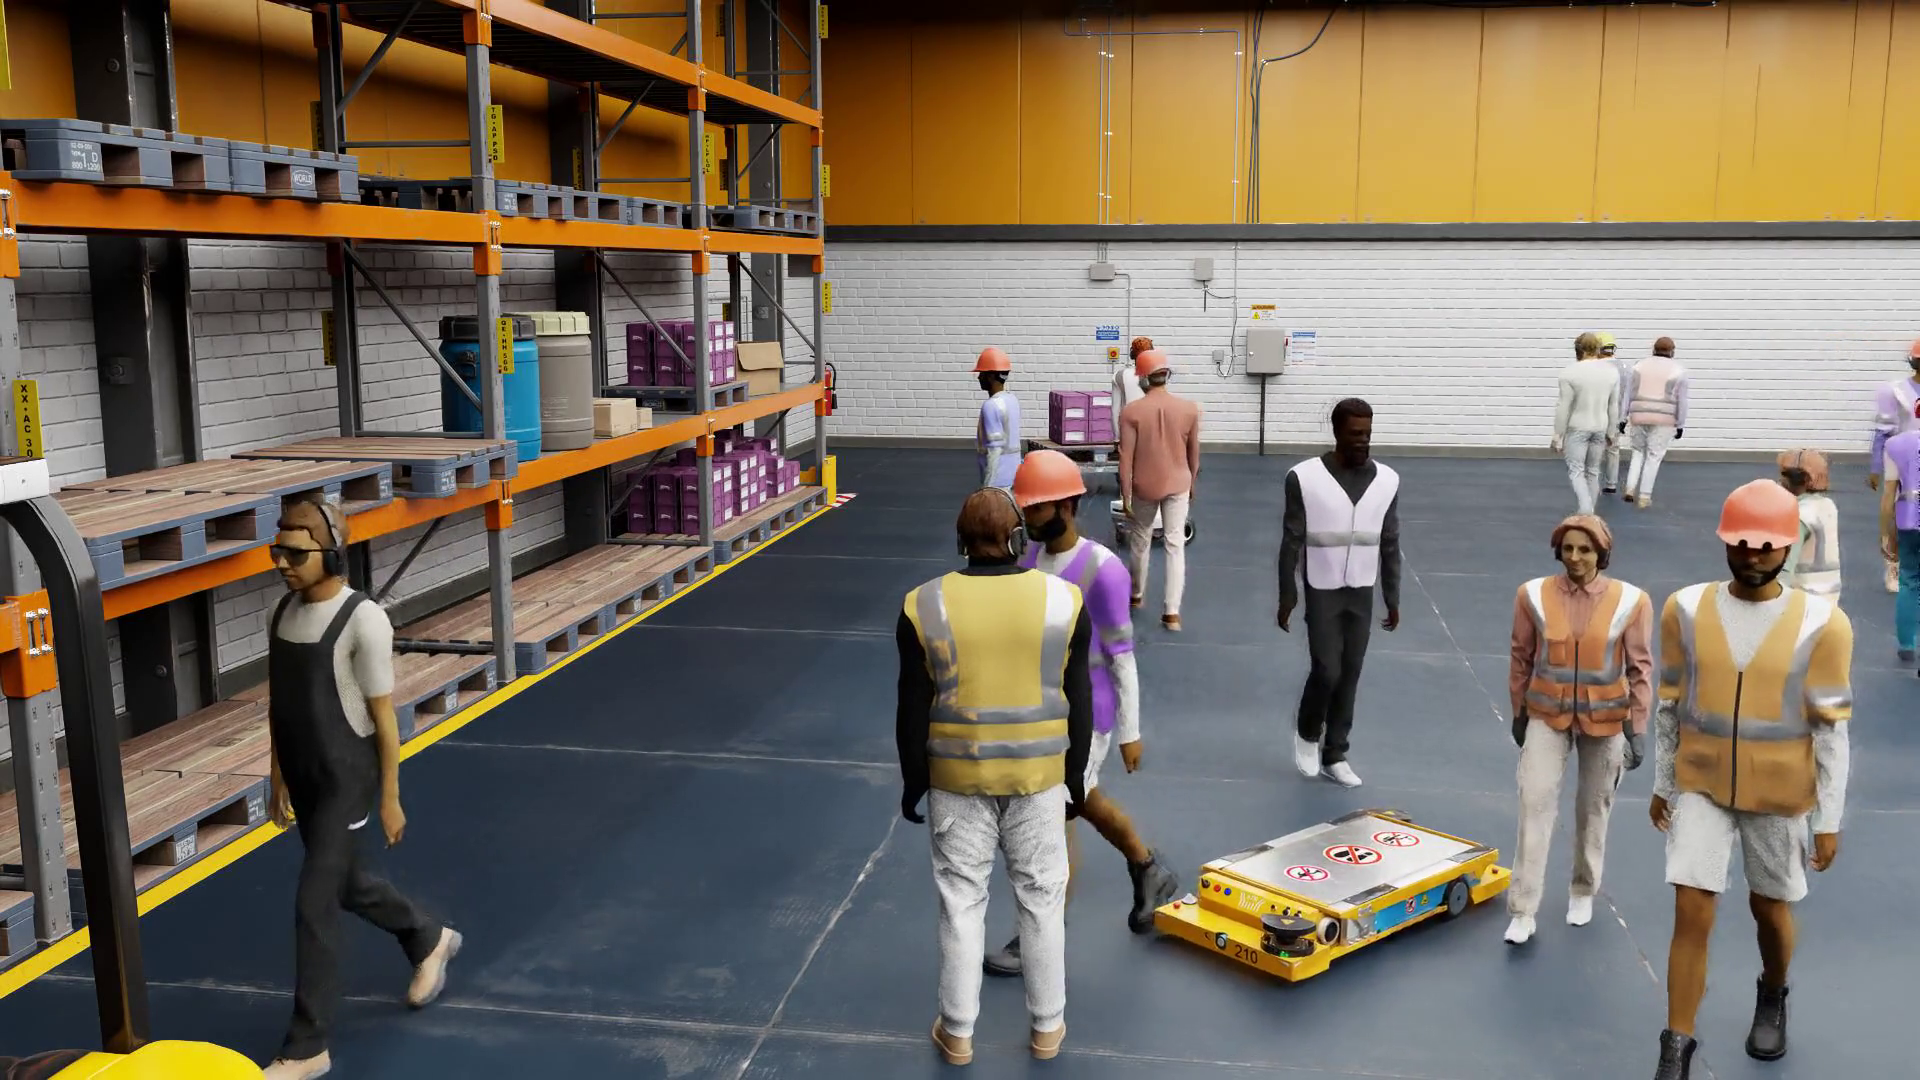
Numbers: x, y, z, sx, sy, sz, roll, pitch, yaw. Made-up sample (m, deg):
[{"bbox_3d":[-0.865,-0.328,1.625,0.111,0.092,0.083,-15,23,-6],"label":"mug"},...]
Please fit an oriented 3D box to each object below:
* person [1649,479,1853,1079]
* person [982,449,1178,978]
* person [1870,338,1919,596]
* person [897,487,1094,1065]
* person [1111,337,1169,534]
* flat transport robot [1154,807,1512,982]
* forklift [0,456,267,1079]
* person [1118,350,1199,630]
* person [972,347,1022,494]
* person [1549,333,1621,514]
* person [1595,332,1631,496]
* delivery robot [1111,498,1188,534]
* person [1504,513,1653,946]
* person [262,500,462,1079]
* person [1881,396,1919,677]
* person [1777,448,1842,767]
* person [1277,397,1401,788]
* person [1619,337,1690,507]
[{"bbox_3d":[2.402,0.748,5.096,0.559,1.899,0.901,7,11,35],"label":"person"},{"bbox_3d":[0.469,0.593,6.099,0.925,1.892,0.560,-6,11,-33],"label":"person"},{"bbox_3d":[7.370,-0.563,12.765,0.628,2.019,0.614,0,9,0],"label":"person"},{"bbox_3d":[0.110,0.748,5.266,0.619,1.839,0.430,-1,9,-4],"label":"person"},{"bbox_3d":[1.721,-0.980,15.780,0.575,1.883,0.355,4,10,21],"label":"person"},{"bbox_3d":[1.483,1.335,6.460,1.431,0.197,0.652,-8,12,-40],"label":"flat transport robot"},{"bbox_3d":[-2.328,0.975,2.765,2.313,2.155,1.214,1,9,9],"label":"forklift"},{"bbox_3d":[1.405,-0.384,11.906,0.628,1.933,1.039,-1,9,-5],"label":"person"},{"bbox_3d":[0.263,-0.460,12.400,0.377,1.938,0.547,3,10,21],"label":"person"},{"bbox_3d":[6.007,-1.016,15.941,0.657,1.916,0.732,-2,9,-12],"label":"person"},{"bbox_3d":[7.121,-1.386,18.449,0.587,1.828,0.404,-2,9,-10],"label":"person"},{"bbox_3d":[1.724,-0.263,15.154,0.707,0.478,0.477,-5,11,-30],"label":"delivery robot"},{"bbox_3d":[2.276,0.717,6.166,0.518,1.609,0.774,4,10,25],"label":"person"},{"bbox_3d":[-1.951,0.755,5.304,0.516,1.819,0.876,6,11,31],"label":"person"},{"bbox_3d":[6.050,-0.068,10.384,0.567,1.813,0.880,6,11,34],"label":"person"},{"bbox_3d":[4.157,0.340,8.414,0.600,1.616,0.535,8,12,39],"label":"person"},{"bbox_3d":[1.848,0.257,8.071,0.628,1.904,0.457,-3,10,-16],"label":"person"},{"bbox_3d":[7.356,-1.243,17.621,0.656,1.811,0.453,7,11,36],"label":"person"}]
